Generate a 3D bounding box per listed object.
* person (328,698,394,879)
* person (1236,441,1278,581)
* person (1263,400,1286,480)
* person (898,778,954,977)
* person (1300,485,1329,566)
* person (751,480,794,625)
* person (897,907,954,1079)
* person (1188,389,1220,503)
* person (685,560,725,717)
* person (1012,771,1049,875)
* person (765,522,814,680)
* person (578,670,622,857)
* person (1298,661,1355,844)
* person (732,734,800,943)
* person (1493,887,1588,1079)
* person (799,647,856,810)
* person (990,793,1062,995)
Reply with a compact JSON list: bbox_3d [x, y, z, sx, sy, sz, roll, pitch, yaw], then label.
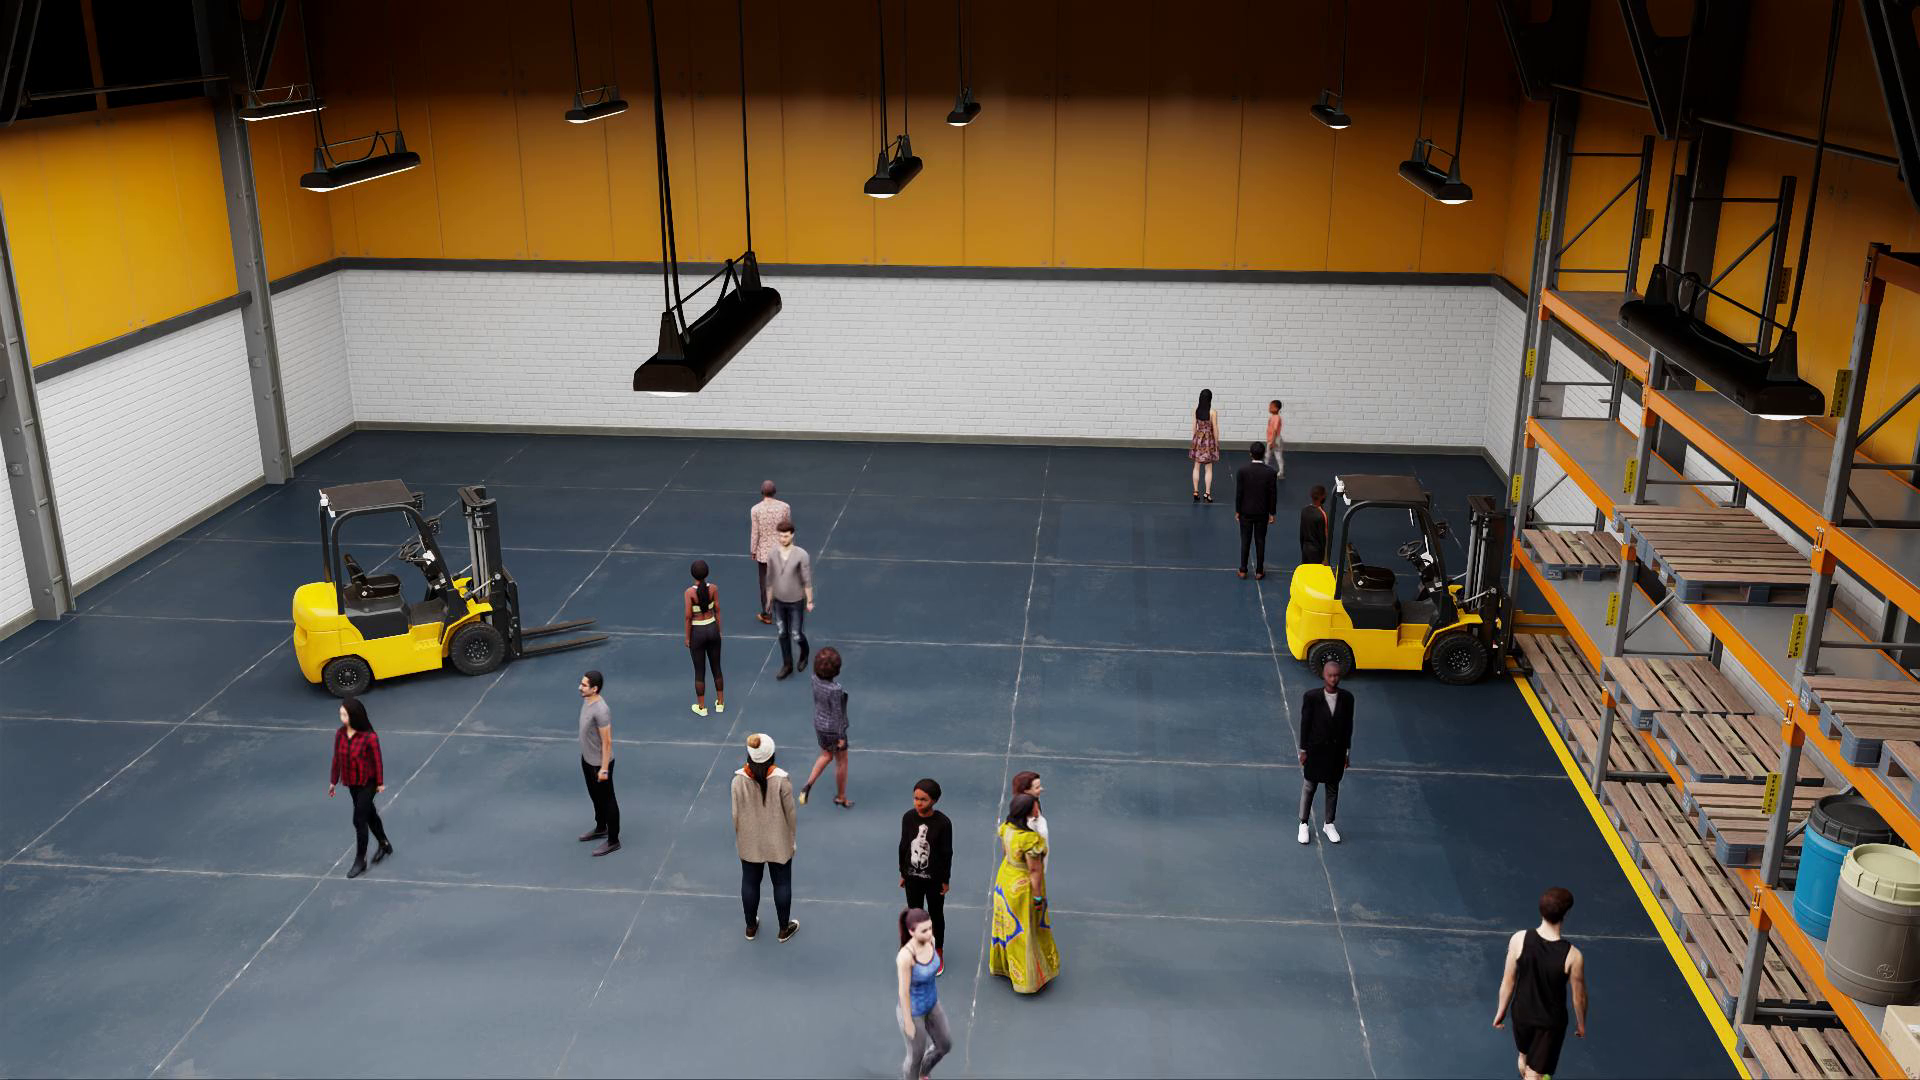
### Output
[{"bbox_3d":[-5.313,2.144,14.933,0.750,1.636,0.901,9,20,24],"label":"person"},{"bbox_3d":[3.910,-0.394,22.080,0.702,1.884,0.556,3,19,8],"label":"person"},{"bbox_3d":[5.099,-1.599,26.587,0.634,1.291,0.744,-1,19,-3],"label":"person"},{"bbox_3d":[-0.276,2.671,13.307,0.637,1.675,0.606,6,19,16],"label":"person"},{"bbox_3d":[4.347,0.191,20.458,0.760,1.810,0.652,-10,21,-26],"label":"person"},{"bbox_3d":[-2.330,0.141,20.613,0.780,1.807,0.762,-7,20,-21],"label":"person"},{"bbox_3d":[-0.332,3.266,11.660,0.755,1.598,0.678,14,23,35],"label":"person"},{"bbox_3d":[3.732,-1.441,25.361,0.785,1.775,0.818,11,22,31],"label":"person"},{"bbox_3d":[-2.760,1.050,17.995,0.640,1.754,0.661,-9,21,-25],"label":"person"},{"bbox_3d":[0.517,2.651,13.179,0.688,1.795,0.488,-1,19,-2],"label":"person"},{"bbox_3d":[-1.909,0.657,18.960,0.777,1.884,0.833,8,20,23],"label":"person"},{"bbox_3d":[-3.303,1.996,15.187,0.768,1.755,0.679,-11,22,-30],"label":"person"},{"bbox_3d":[3.369,1.938,15.347,0.663,1.762,0.586,-1,19,-2],"label":"person"},{"bbox_3d":[-1.614,2.425,13.701,0.683,1.890,0.655,3,19,8],"label":"person"},{"bbox_3d":[3.883,3.282,11.234,1.120,1.839,1.301,14,23,35],"label":"person"},{"bbox_3d":[-1.292,1.832,15.776,0.956,1.688,0.895,-15,24,-38],"label":"person"},{"bbox_3d":[0.492,2.750,13.098,1.063,1.659,0.961,-10,21,-28],"label":"person"}]
